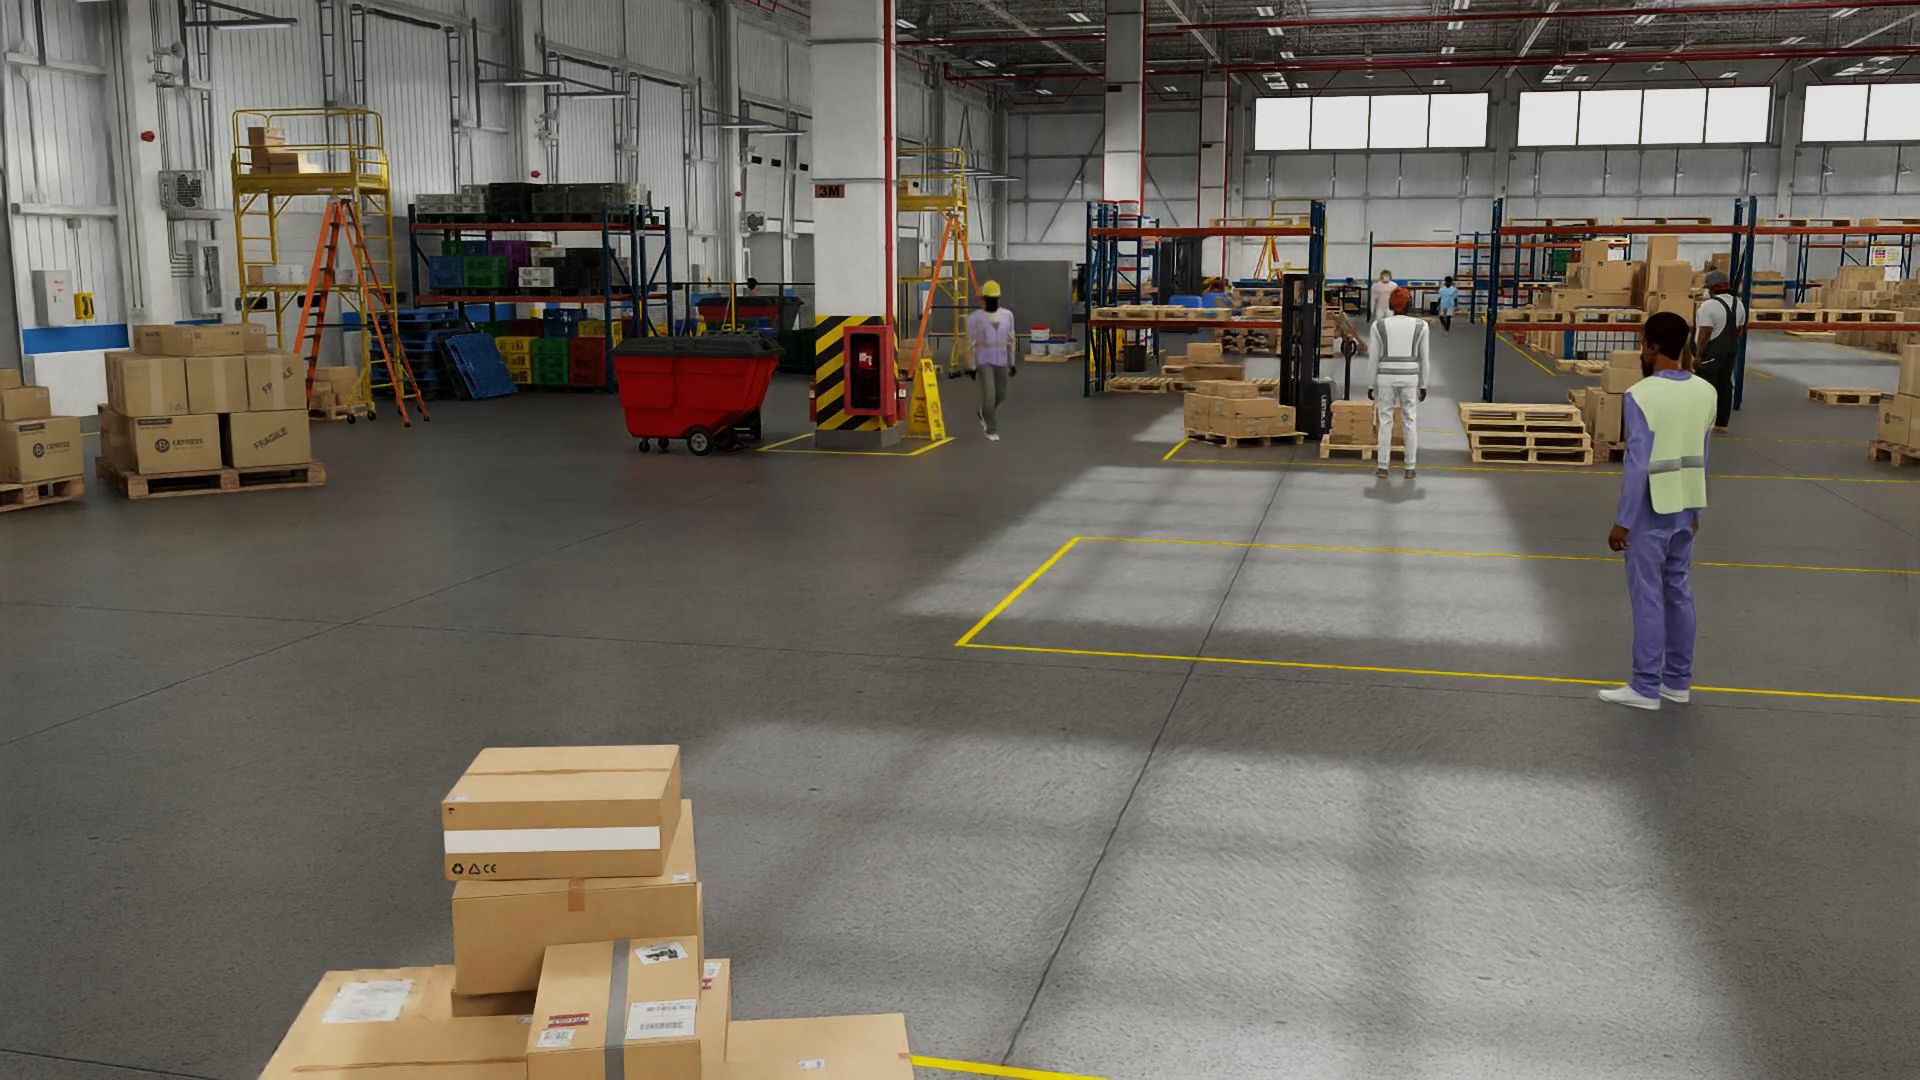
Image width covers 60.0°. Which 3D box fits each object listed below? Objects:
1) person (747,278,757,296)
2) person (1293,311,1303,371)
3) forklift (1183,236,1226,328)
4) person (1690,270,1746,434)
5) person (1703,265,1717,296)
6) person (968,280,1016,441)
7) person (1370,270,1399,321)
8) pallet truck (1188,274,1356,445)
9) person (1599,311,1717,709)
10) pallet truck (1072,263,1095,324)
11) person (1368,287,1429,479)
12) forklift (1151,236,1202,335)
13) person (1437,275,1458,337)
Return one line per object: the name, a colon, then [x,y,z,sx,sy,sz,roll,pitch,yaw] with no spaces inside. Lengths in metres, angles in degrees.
person: [-4.984,-5.472,40.100,0.321,1.697,0.530,-3,10,-15]
person: [6.619,-4.105,31.946,0.323,1.736,0.488,6,11,30]
forklift: [7.055,-7.817,50.429,1.873,2.768,1.129,-2,10,-12]
person: [9.259,-2.314,20.495,0.674,2.000,0.535,-5,11,-25]
person: [22.905,-7.410,50.805,0.355,1.936,0.634,5,11,25]
person: [0.355,-2.155,19.950,0.585,1.913,0.678,-4,11,-24]
person: [9.760,-5.245,38.206,0.659,1.886,1.005,1,10,5]
pallet truck: [3.653,-2.138,19.590,1.885,1.965,0.823,-4,10,-20]
person: [3.395,-0.137,8.042,0.597,1.916,0.372,-6,11,-31]
pallet truck: [4.325,-8.180,55.162,0.823,1.965,1.885,6,11,31]
person: [4.310,-1.539,16.393,0.575,1.883,0.356,2,10,10]
forklift: [5.866,-7.214,46.878,1.873,2.768,1.129,2,10,14]
person: [13.423,-6.438,45.799,0.551,1.683,0.394,6,11,31]
